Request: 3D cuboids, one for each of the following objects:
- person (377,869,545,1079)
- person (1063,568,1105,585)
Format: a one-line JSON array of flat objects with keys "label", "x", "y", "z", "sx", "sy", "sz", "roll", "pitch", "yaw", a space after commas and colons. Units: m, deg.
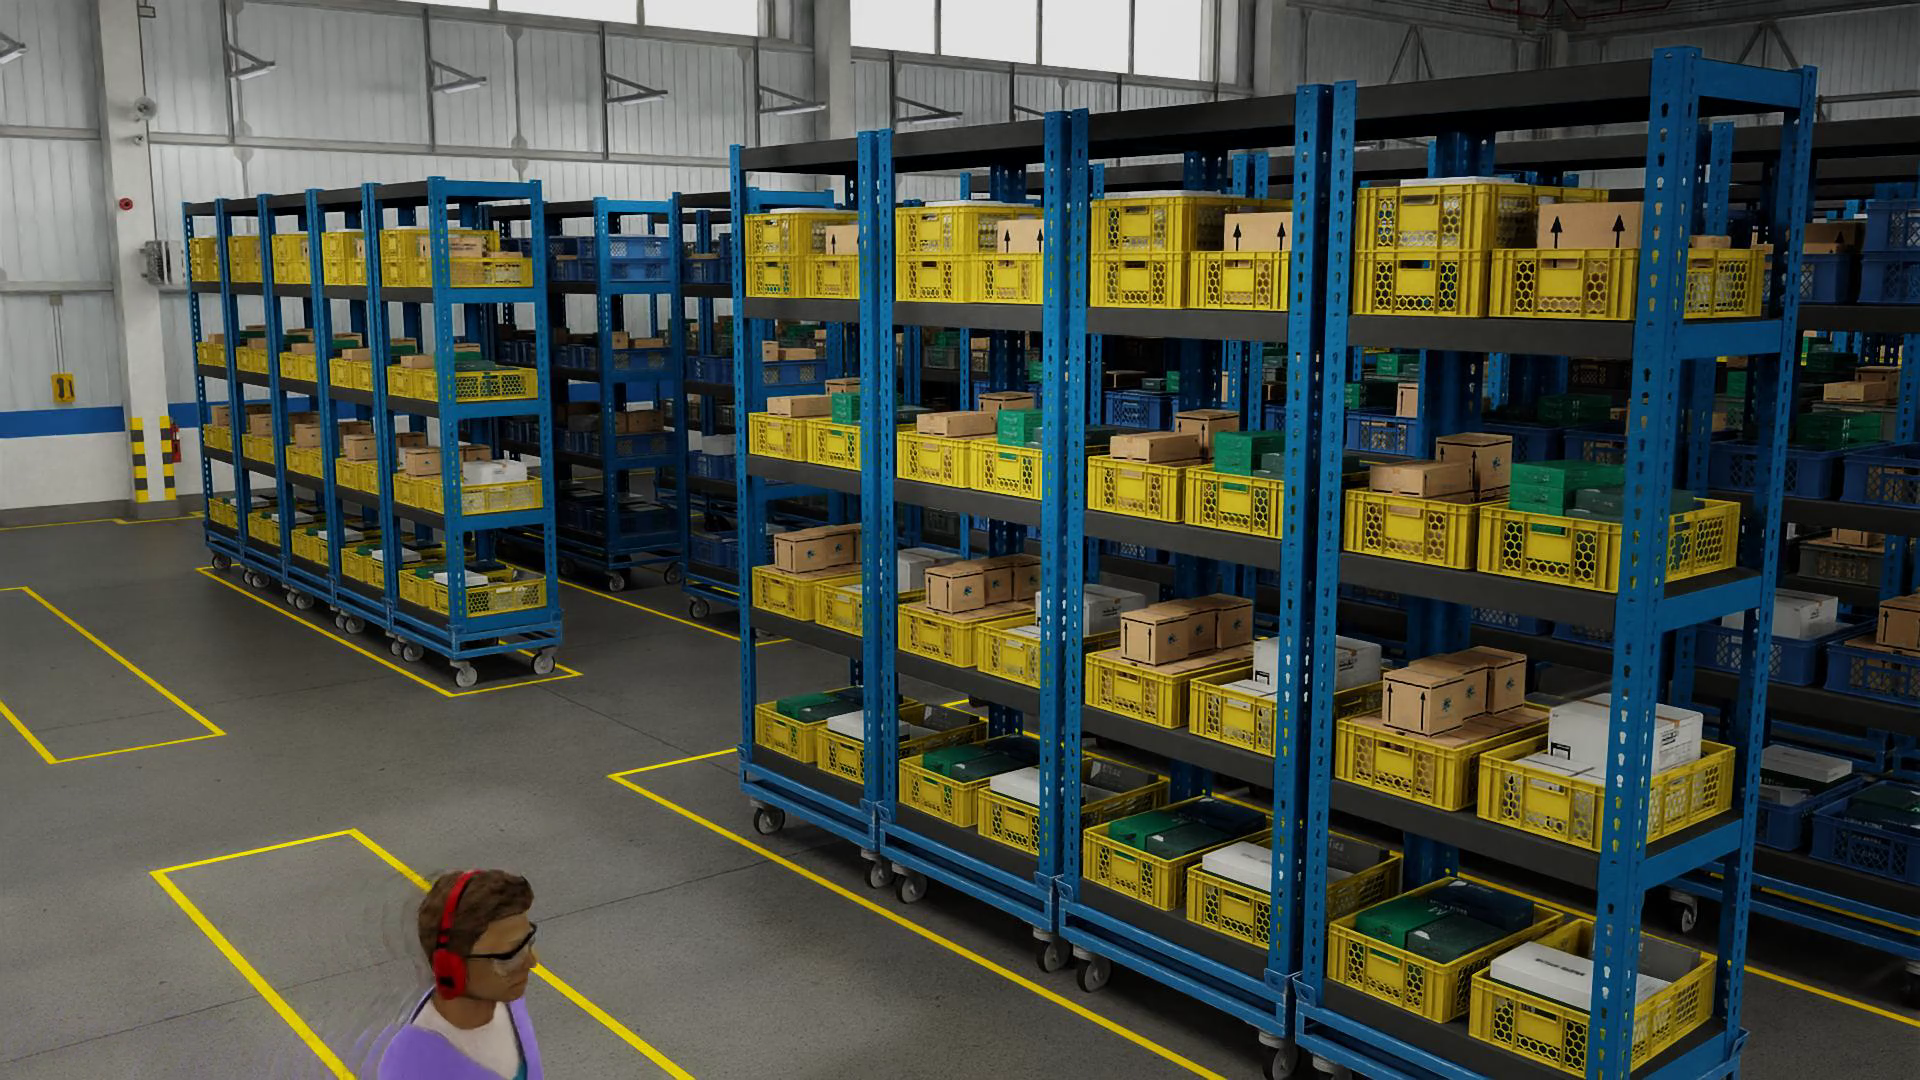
[{"label": "person", "x": -0.994, "y": 1.546, "z": 3.427, "sx": 0.447, "sy": 1.827, "sz": 0.587, "roll": 0, "pitch": 9, "yaw": 2}, {"label": "person", "x": 1.073, "y": -0.263, "z": 14.437, "sx": 0.729, "sy": 1.805, "sz": 0.605, "roll": -2, "pitch": 10, "yaw": -11}]
